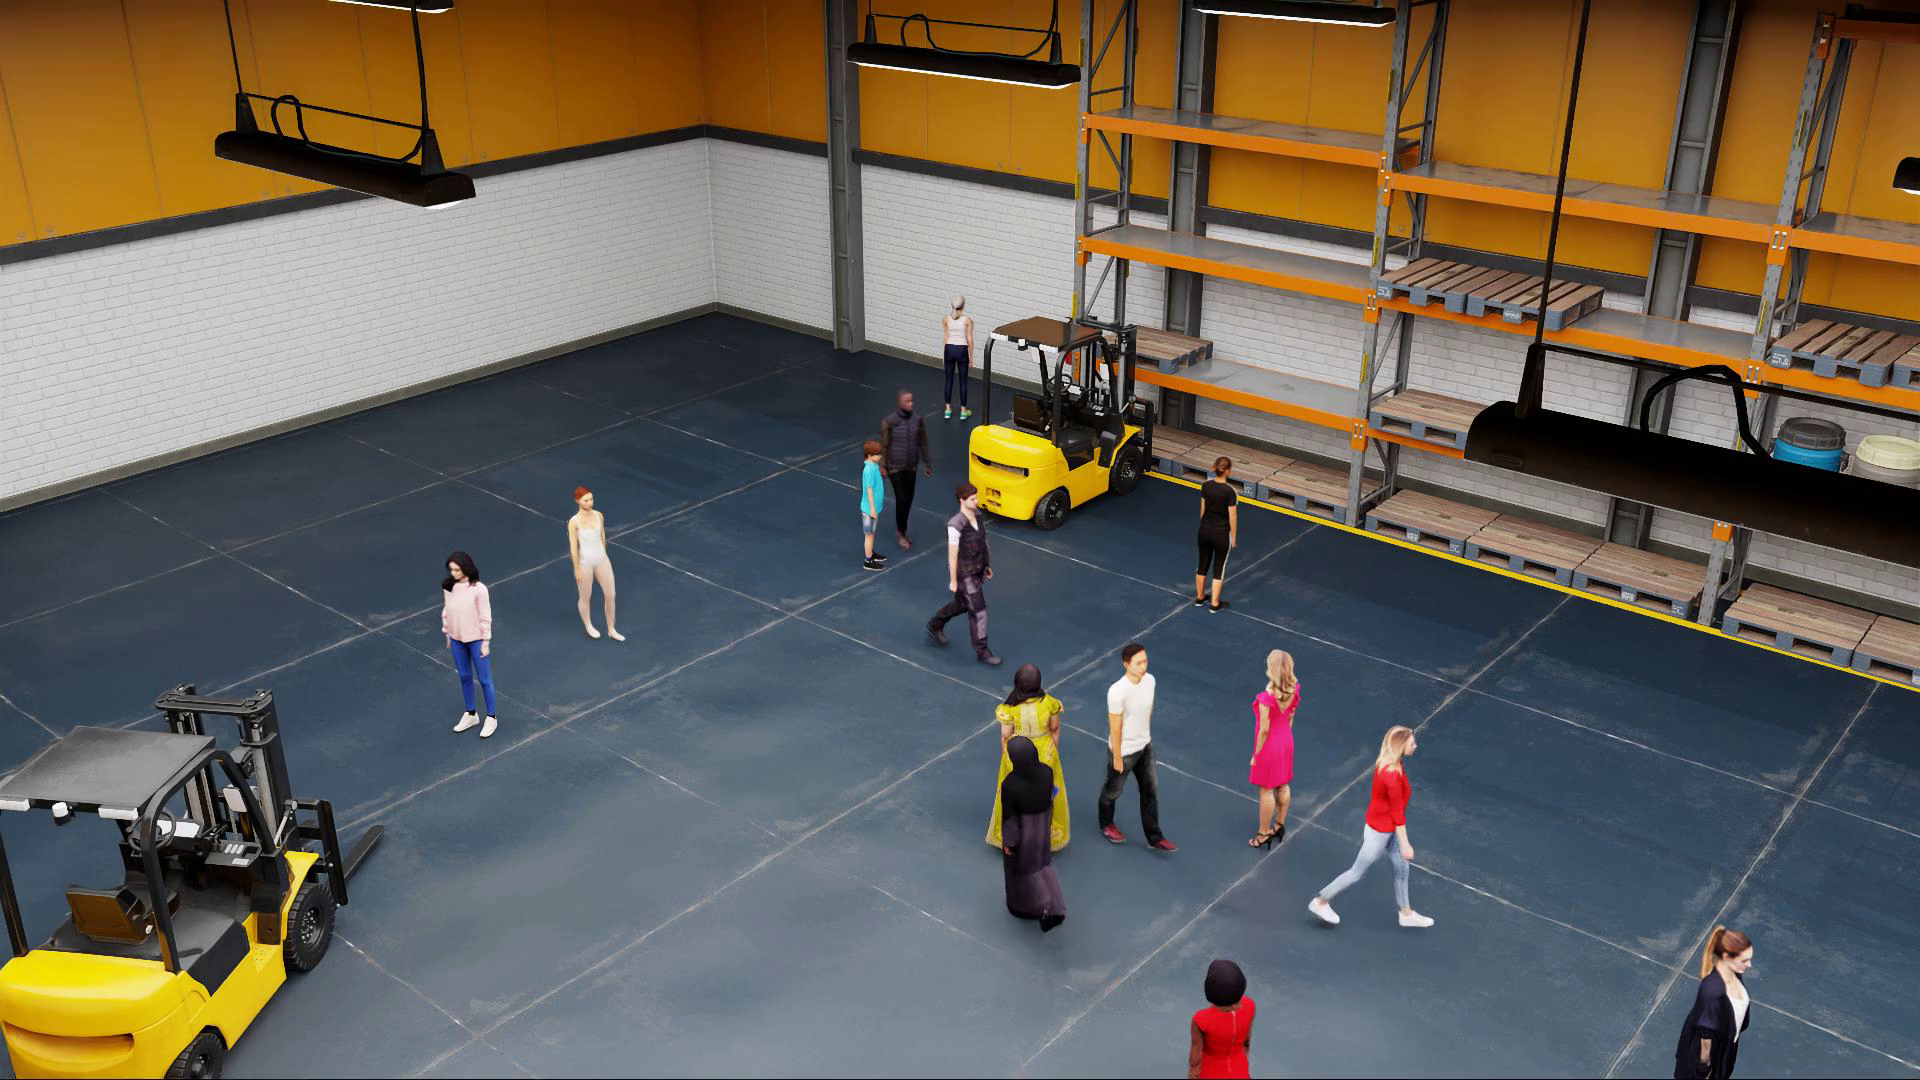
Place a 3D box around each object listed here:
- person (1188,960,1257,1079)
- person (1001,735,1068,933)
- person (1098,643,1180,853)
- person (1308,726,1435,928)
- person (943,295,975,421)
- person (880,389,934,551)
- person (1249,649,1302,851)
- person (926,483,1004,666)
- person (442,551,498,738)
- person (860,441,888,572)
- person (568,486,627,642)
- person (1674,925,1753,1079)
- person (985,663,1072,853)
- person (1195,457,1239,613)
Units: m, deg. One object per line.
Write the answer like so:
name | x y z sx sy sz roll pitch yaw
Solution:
person | 1.540 3.187 9.549 0.878 1.720 1.033 -8 25 -18
person | 0.518 2.155 12.073 0.855 1.590 1.023 -8 25 -18
person | 1.272 1.595 13.118 0.779 1.779 1.019 -18 30 -36
person | 2.977 2.119 12.060 1.235 1.666 1.009 4 24 10
person | -0.041 -2.488 22.554 0.612 1.703 0.727 5 24 12
person | -0.669 -0.837 18.626 0.859 1.824 0.891 -13 27 -27
person | 2.477 1.640 13.078 0.611 1.729 0.597 -18 29 -35
person | 0.005 0.292 16.047 1.196 1.821 0.818 12 26 25
person | -4.337 0.896 14.732 0.599 1.766 0.769 9 25 20
person | -0.968 -0.401 18.095 0.637 1.449 0.597 1 24 3
person | -3.697 0.218 16.457 0.632 1.627 0.758 -20 30 -38
person | 4.456 3.031 9.941 0.546 1.692 0.621 18 29 35
person | 0.542 1.716 12.988 1.005 1.660 1.055 -3 24 -7
person | 2.617 -0.069 17.062 0.459 1.669 0.639 20 30 38
